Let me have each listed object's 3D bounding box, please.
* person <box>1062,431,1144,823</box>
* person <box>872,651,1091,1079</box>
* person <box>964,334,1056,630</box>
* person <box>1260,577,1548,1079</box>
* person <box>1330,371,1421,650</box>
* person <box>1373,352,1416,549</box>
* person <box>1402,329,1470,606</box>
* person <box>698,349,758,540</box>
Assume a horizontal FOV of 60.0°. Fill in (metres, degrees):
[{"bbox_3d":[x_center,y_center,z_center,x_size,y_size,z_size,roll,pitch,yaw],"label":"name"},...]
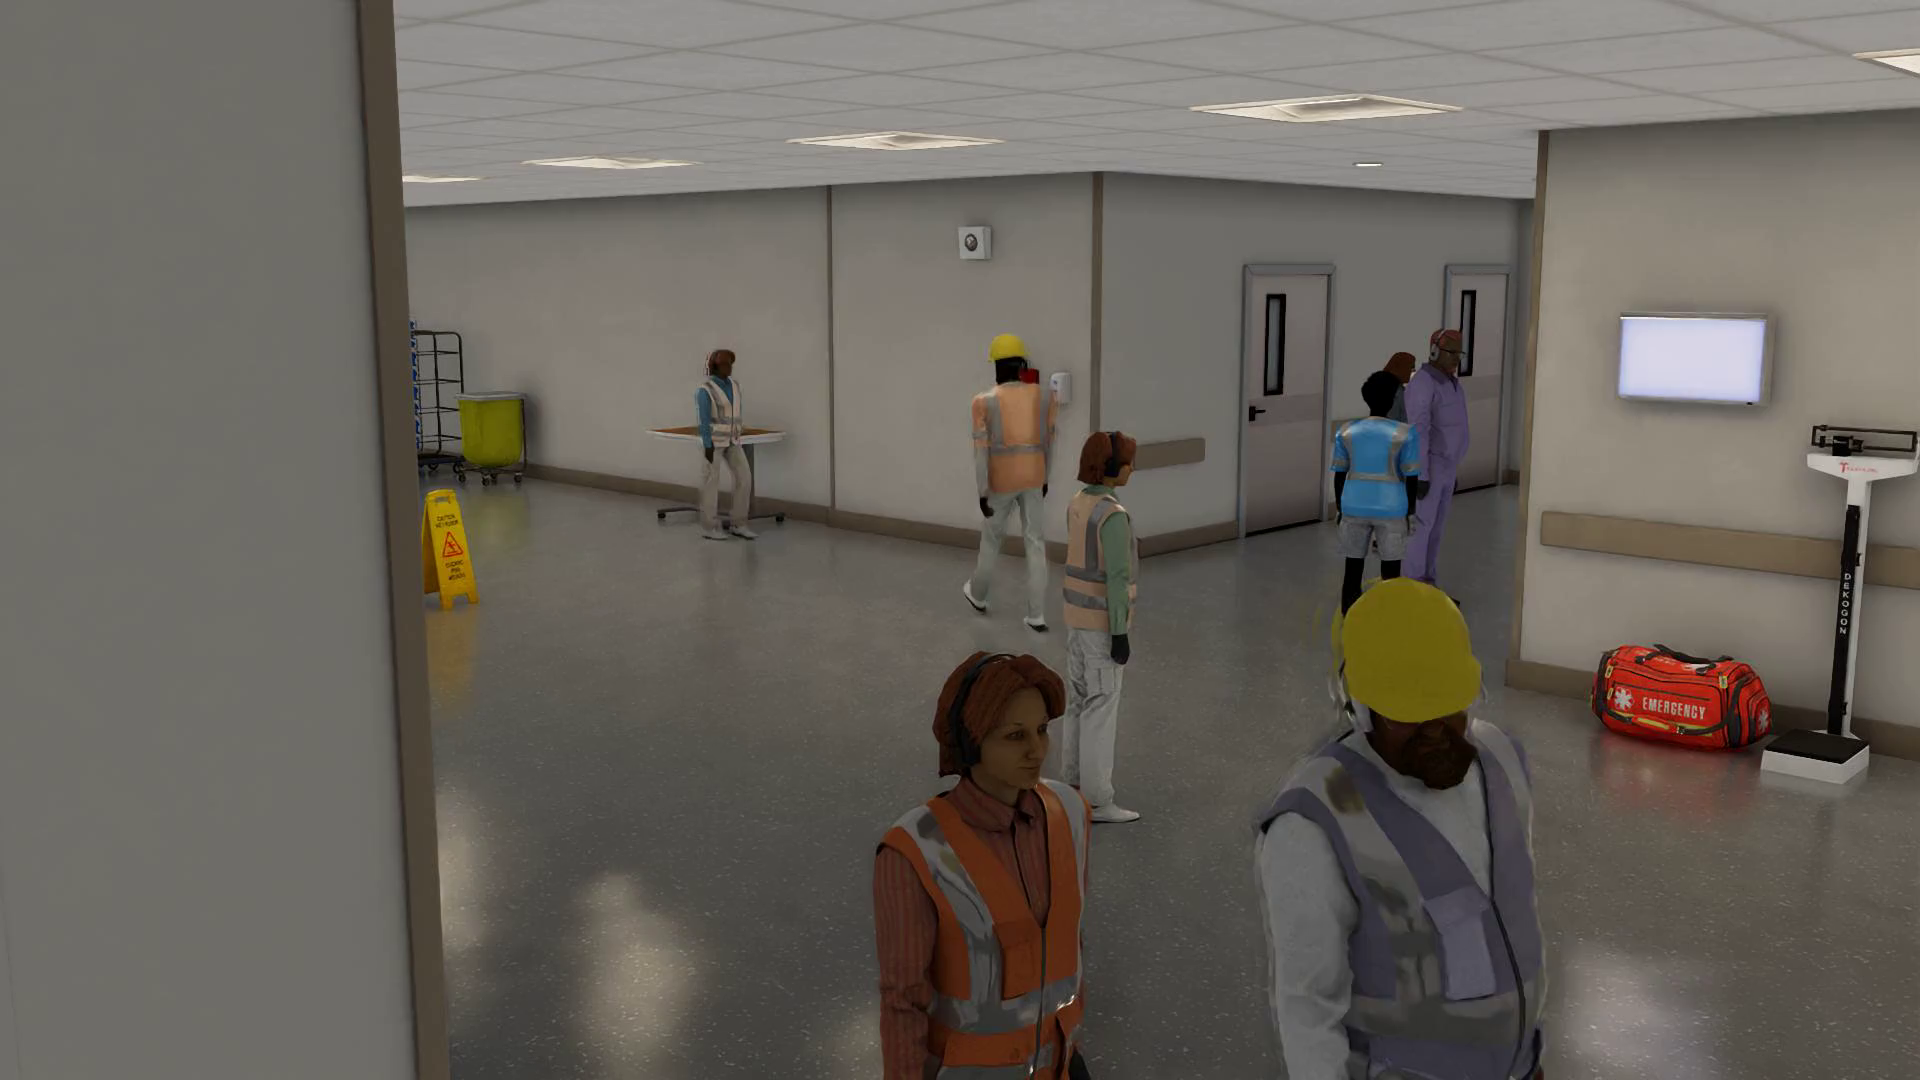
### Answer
[{"bbox_3d":[0.585,0.360,6.961,0.310,1.633,0.515,-2,10,-15],"label":"person"},{"bbox_3d":[0.051,1.001,2.999,0.515,1.641,0.314,-9,13,-44],"label":"person"},{"bbox_3d":[0.330,-0.396,10.854,0.611,1.875,0.989,-3,10,-18],"label":"person"},{"bbox_3d":[0.815,0.937,2.915,0.645,1.801,0.418,-7,12,-37],"label":"person"},{"bbox_3d":[2.481,-0.161,9.950,0.537,1.696,0.321,6,11,31],"label":"person"},{"bbox_3d":[3.573,-0.728,13.651,0.281,1.624,0.493,4,10,23],"label":"person"},{"bbox_3d":[3.214,-0.464,11.192,0.400,1.902,0.643,7,11,35],"label":"person"},{"bbox_3d":[-1.951,-0.789,14.004,0.597,1.618,0.548,6,11,34],"label":"person"}]
